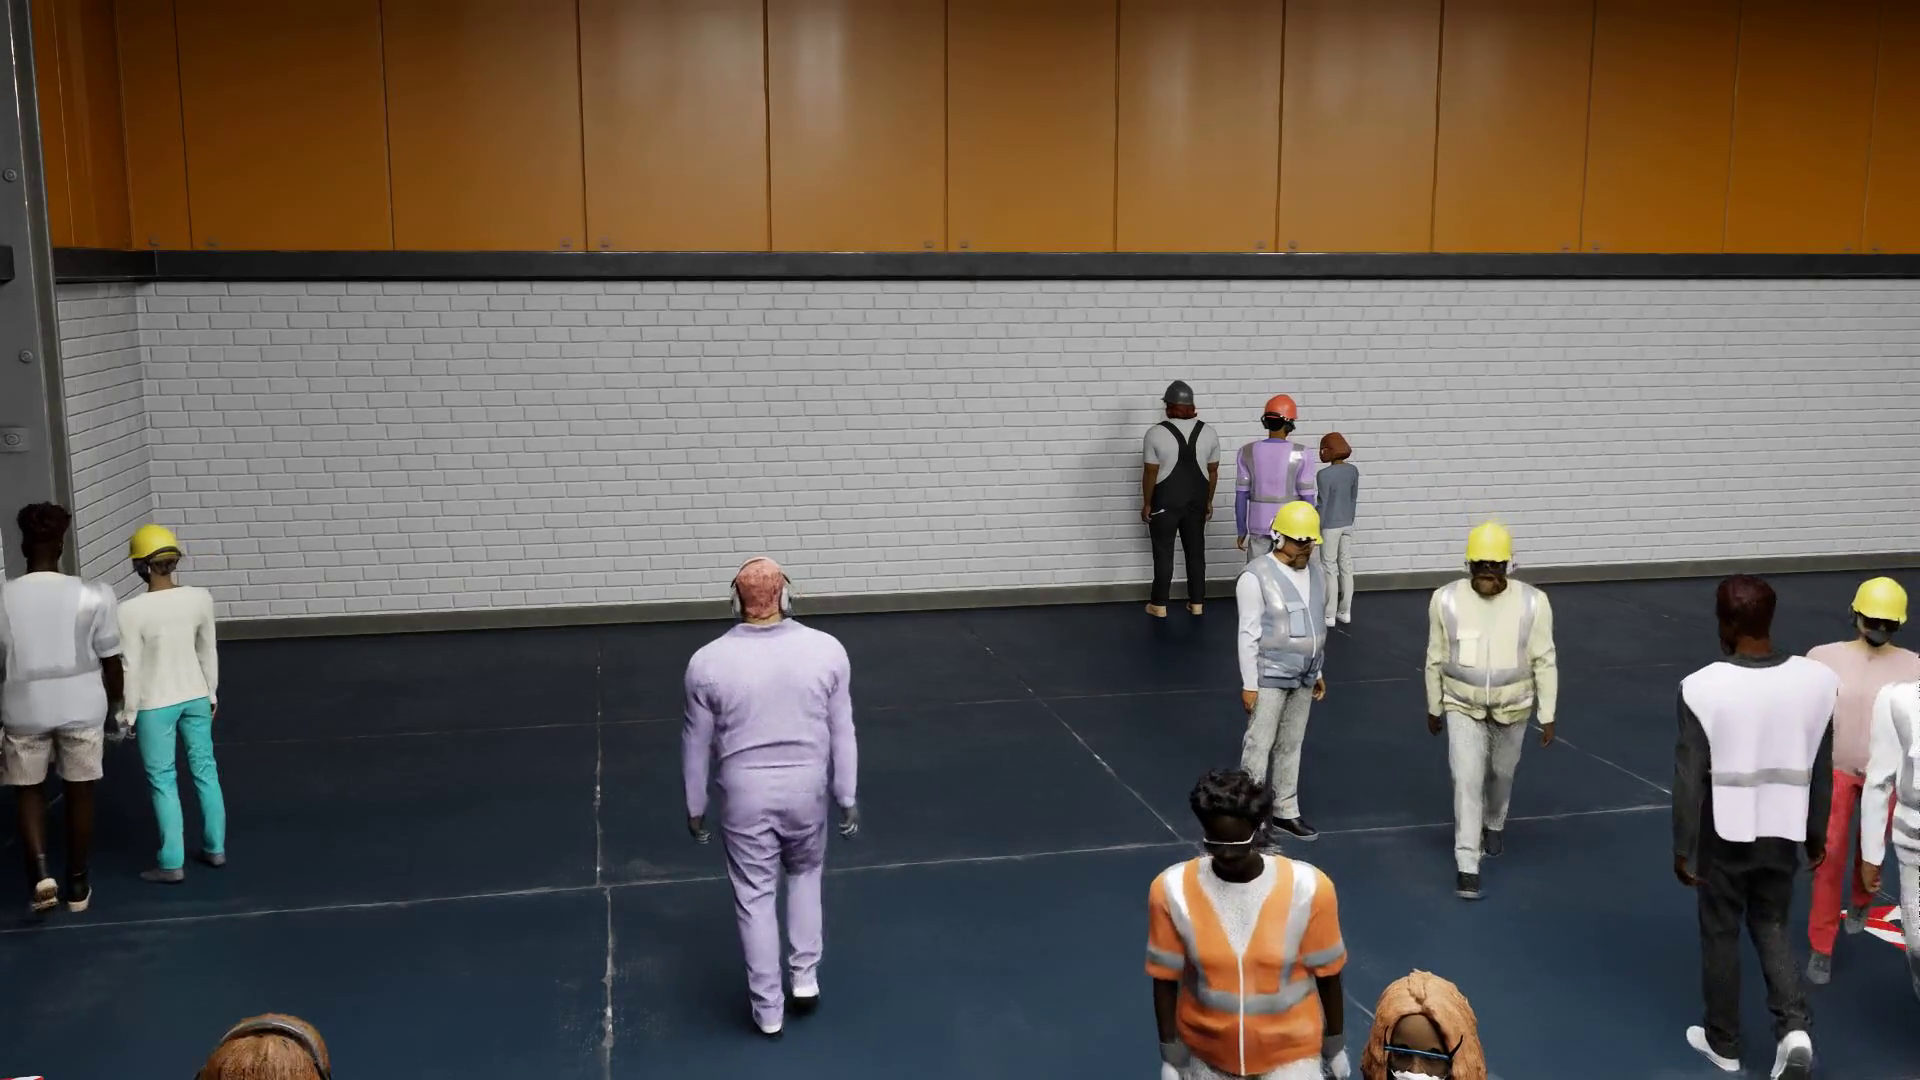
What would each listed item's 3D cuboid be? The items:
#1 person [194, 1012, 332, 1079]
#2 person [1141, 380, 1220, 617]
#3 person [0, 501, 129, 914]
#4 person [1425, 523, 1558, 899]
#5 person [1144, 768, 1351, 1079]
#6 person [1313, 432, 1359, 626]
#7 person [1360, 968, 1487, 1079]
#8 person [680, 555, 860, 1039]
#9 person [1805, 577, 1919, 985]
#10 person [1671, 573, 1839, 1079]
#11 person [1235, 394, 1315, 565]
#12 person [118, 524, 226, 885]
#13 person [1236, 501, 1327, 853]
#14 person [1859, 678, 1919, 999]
[{"bbox_3d":[-1.134,1.671,2.731,0.647,1.792,0.957,-2,10,-14],"label":"person"},{"bbox_3d":[1.865,-0.361,14.376,0.689,2.000,0.539,-2,10,-14],"label":"person"},{"bbox_3d":[-4.168,0.791,7.645,0.628,1.945,0.522,-4,10,-24],"label":"person"},{"bbox_3d":[2.608,0.783,8.192,0.624,1.790,0.928,3,10,17],"label":"person"},{"bbox_3d":[0.791,1.423,4.607,0.557,1.671,0.385,3,10,17],"label":"person"},{"bbox_3d":[3.137,-0.090,13.965,0.498,1.633,0.285,-8,12,-39],"label":"person"},{"bbox_3d":[0.901,1.650,3.358,0.497,1.633,0.285,3,10,17],"label":"person"},{"bbox_3d":[-0.761,0.992,6.578,0.684,1.887,0.557,-2,10,-14],"label":"person"},{"bbox_3d":[3.919,0.980,7.216,0.527,1.726,0.897,5,11,28],"label":"person"},{"bbox_3d":[2.900,1.074,6.054,0.615,1.902,0.604,0,9,-3],"label":"person"},{"bbox_3d":[2.415,-0.093,12.734,0.611,2.042,0.396,5,10,27],"label":"person"},{"bbox_3d":[-3.886,0.798,8.153,0.331,1.765,0.533,5,11,29],"label":"person"},{"bbox_3d":[1.686,0.693,8.622,0.591,1.820,0.404,-7,11,-36],"label":"person"},{"bbox_3d":[3.612,1.117,5.997,0.632,1.857,0.899,8,12,39],"label":"person"}]
